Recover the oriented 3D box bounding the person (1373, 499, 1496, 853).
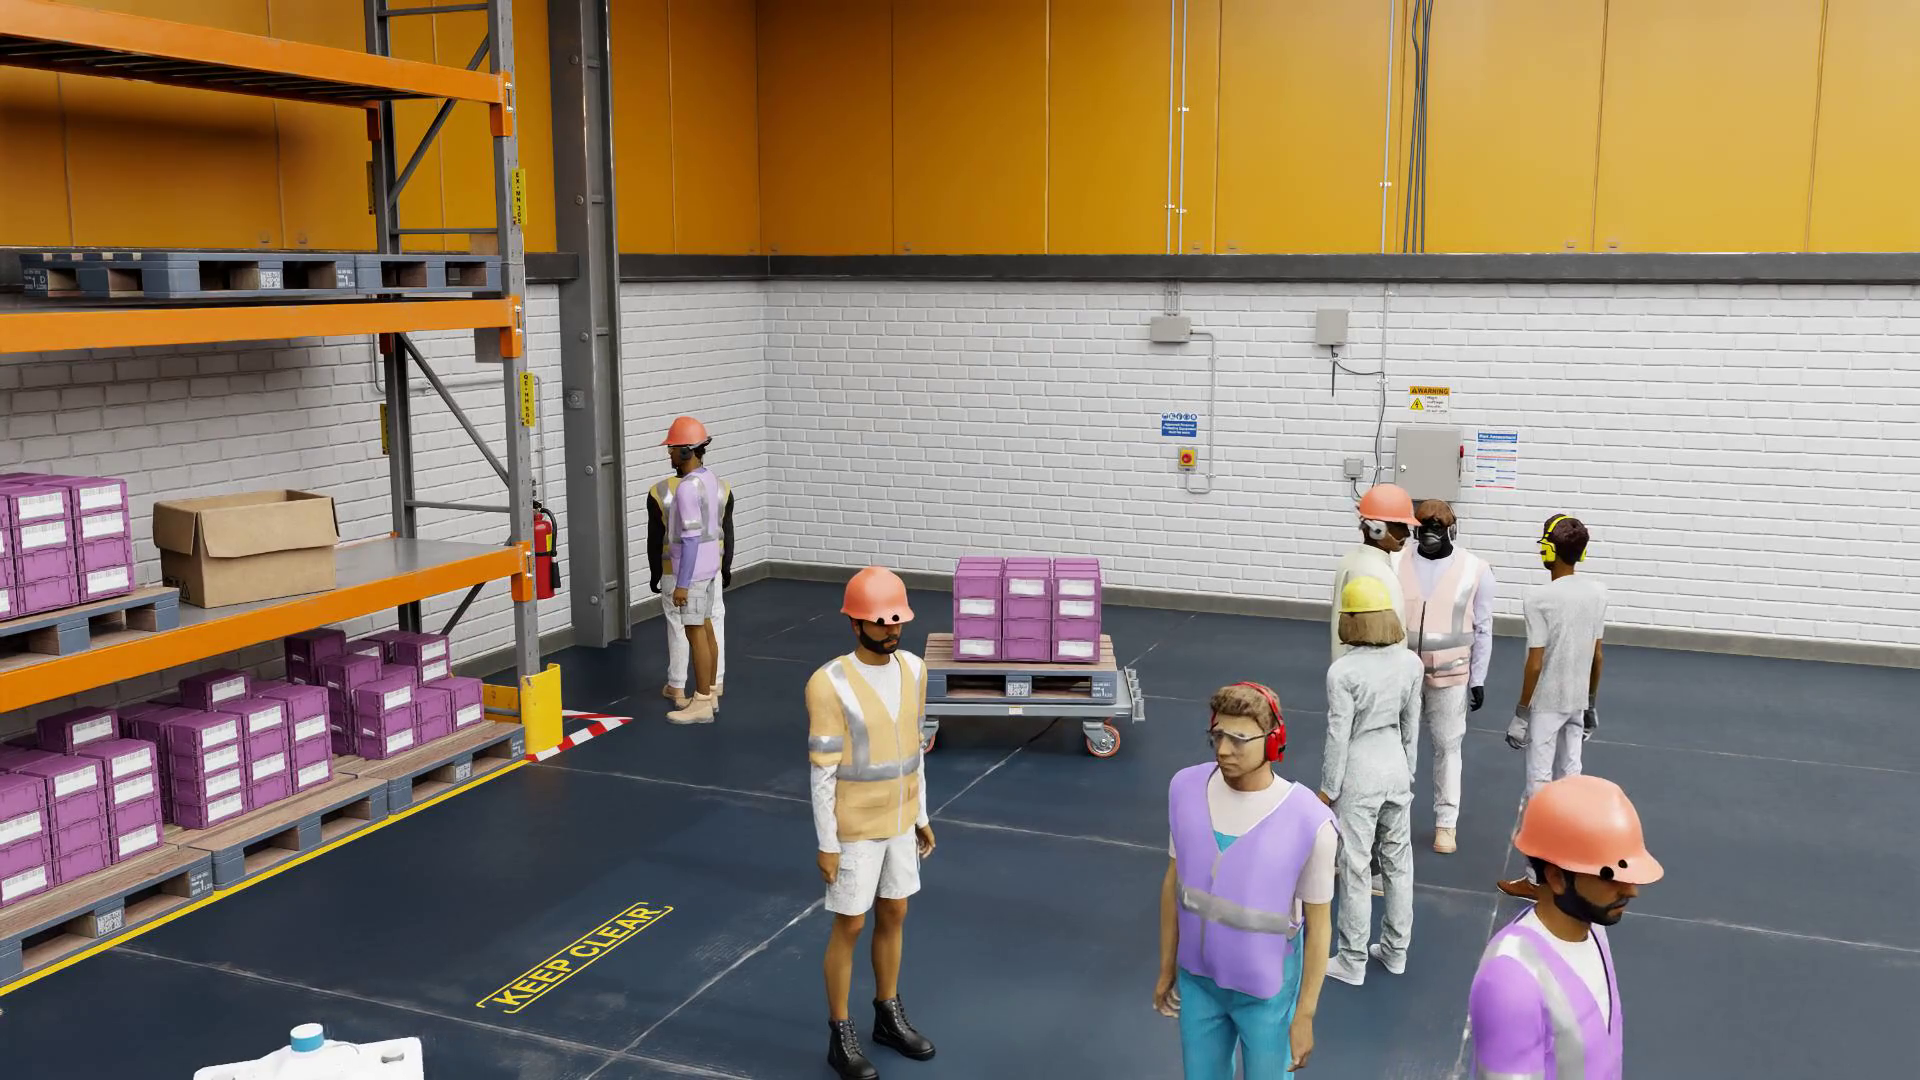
[{"bbox_3d":[2.429,0.699,8.651,0.622,1.845,0.429,5,10,26],"label":"person"}]

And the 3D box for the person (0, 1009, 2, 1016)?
[{"bbox_3d":[-2.139,1.652,3.519,0.320,1.628,0.508,-8,12,-41],"label":"person"}]

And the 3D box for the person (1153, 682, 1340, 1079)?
[{"bbox_3d":[0.834,1.312,4.920,0.567,1.847,0.389,8,12,41],"label":"person"}]

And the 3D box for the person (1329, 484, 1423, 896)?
[{"bbox_3d":[2.003,0.717,8.090,0.394,1.987,0.623,-1,9,-7],"label":"person"}]

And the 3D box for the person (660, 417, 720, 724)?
[{"bbox_3d":[-1.788,0.201,11.059,0.370,2.044,0.608,0,9,3],"label":"person"}]

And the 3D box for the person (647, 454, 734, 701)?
[{"bbox_3d":[-1.889,0.205,11.649,0.626,1.844,0.429,-4,10,-25],"label":"person"}]

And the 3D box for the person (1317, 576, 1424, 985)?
[{"bbox_3d":[1.721,1.013,7.064,0.483,1.738,0.310,-4,10,-25],"label":"person"}]

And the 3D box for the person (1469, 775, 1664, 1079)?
[{"bbox_3d":[1.337,1.461,3.745,0.373,1.934,0.551,7,12,36],"label":"person"}]

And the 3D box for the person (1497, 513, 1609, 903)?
[{"bbox_3d":[2.829,0.803,7.933,0.531,1.870,0.316,-5,10,-26],"label":"person"}]

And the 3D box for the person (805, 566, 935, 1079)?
[{"bbox_3d":[-0.309,1.051,6.228,0.552,1.937,0.356,-9,13,-44],"label":"person"}]

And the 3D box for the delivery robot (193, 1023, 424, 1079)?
[{"bbox_3d":[-2.117,1.825,5.432,0.707,0.478,0.477,-3,10,-20],"label":"delivery robot"}]
